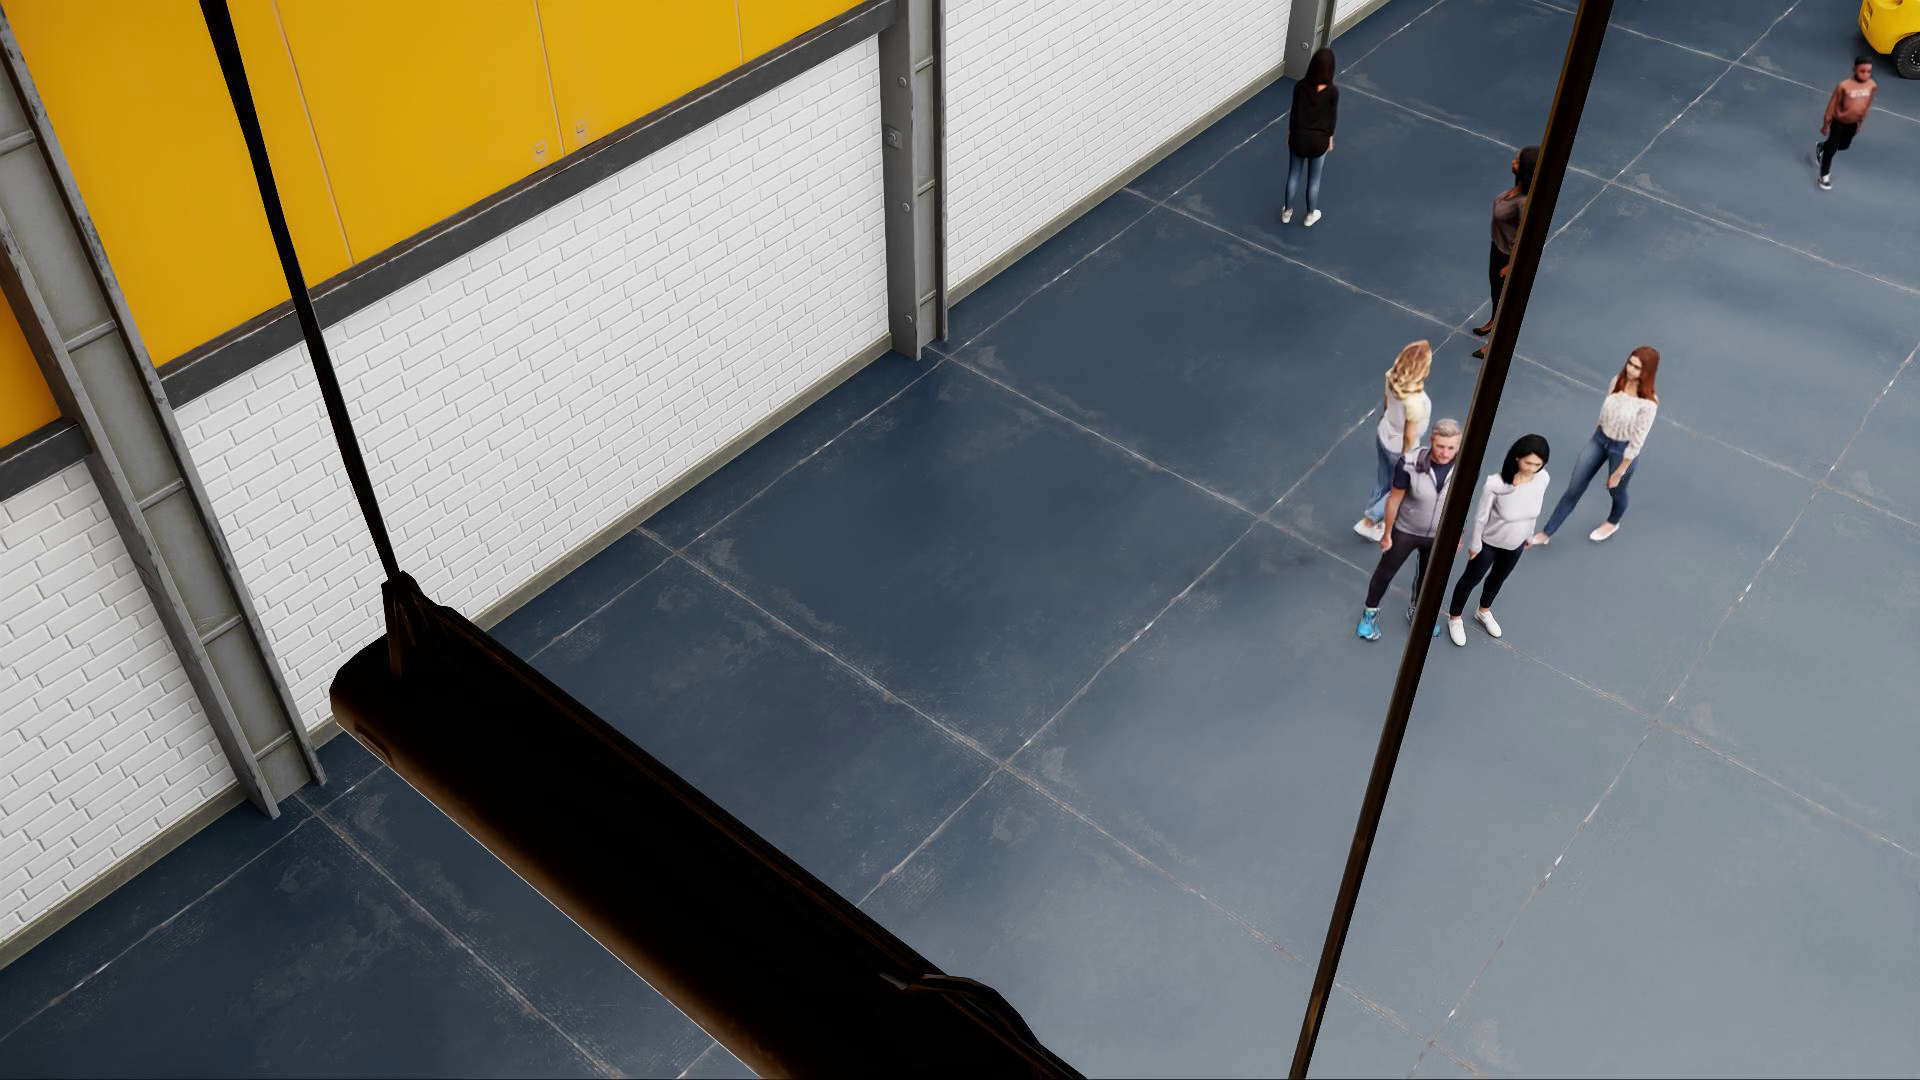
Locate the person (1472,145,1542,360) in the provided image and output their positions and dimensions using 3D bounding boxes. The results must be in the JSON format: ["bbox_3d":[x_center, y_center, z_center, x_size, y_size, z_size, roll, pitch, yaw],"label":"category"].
[{"bbox_3d":[4.310,-2.248,13.001,0.804,1.840,0.685,10,45,10],"label":"person"}]

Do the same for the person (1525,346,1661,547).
[{"bbox_3d":[4.558,-0.630,11.411,1.137,1.691,0.851,-21,47,-20],"label":"person"}]

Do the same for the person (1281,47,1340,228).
[{"bbox_3d":[3.038,-3.497,14.452,0.619,1.646,0.608,16,46,16],"label":"person"}]

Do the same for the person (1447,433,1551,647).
[{"bbox_3d":[3.501,-0.028,10.772,0.663,1.700,0.759,-11,45,-11],"label":"person"}]

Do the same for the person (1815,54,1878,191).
[{"bbox_3d":[8.020,-3.842,15.107,0.767,1.243,0.850,1,44,1],"label":"person"}]

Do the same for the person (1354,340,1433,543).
[{"bbox_3d":[2.922,-0.625,11.387,0.819,1.717,0.778,-10,45,-10],"label":"person"}]

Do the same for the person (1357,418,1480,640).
[{"bbox_3d":[2.982,-0.086,10.744,0.785,1.823,0.819,0,44,0],"label":"person"}]
